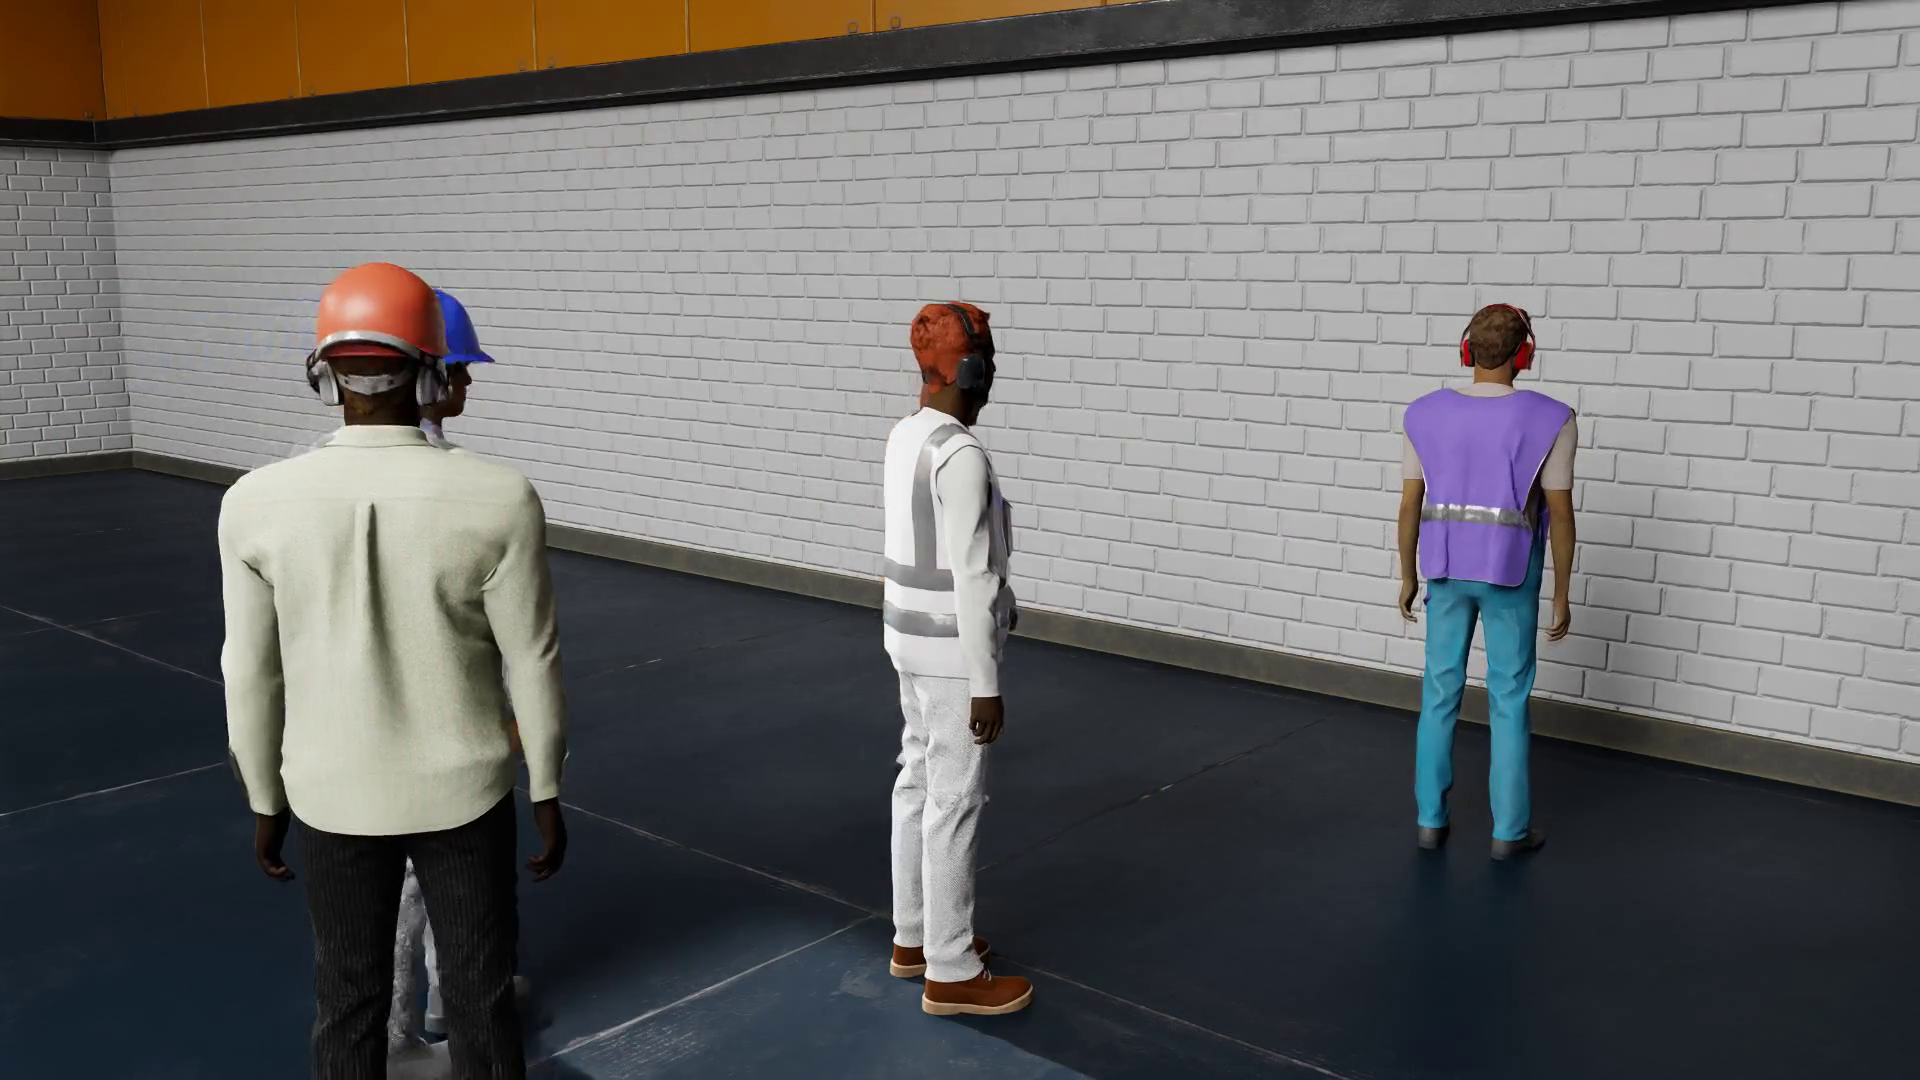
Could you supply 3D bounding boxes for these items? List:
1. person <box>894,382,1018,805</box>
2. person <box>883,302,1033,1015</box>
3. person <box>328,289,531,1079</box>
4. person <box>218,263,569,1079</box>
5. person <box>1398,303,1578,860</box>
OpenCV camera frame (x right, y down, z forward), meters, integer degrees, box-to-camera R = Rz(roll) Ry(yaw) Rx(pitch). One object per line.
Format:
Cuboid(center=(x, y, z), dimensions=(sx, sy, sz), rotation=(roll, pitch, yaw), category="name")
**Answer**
Cuboid(center=(-0.004, 0.181, 5.933), dimensions=(0.372, 1.627, 0.519), rotation=(-4, 11, -24), category="person")
Cuboid(center=(-0.024, 0.315, 4.433), dimensions=(0.344, 1.881, 0.585), rotation=(-4, 11, -20), category="person")
Cuboid(center=(-1.248, 0.363, 4.059), dimensions=(0.740, 1.922, 0.612), rotation=(-10, 14, -44), category="person")
Cuboid(center=(-1.061, 0.476, 3.202), dimensions=(0.622, 1.992, 0.388), rotation=(-1, 10, -5), category="person")
Cuboid(center=(1.731, 0.145, 5.521), dimensions=(0.570, 1.840, 0.373), rotation=(6, 12, 30), category="person")
